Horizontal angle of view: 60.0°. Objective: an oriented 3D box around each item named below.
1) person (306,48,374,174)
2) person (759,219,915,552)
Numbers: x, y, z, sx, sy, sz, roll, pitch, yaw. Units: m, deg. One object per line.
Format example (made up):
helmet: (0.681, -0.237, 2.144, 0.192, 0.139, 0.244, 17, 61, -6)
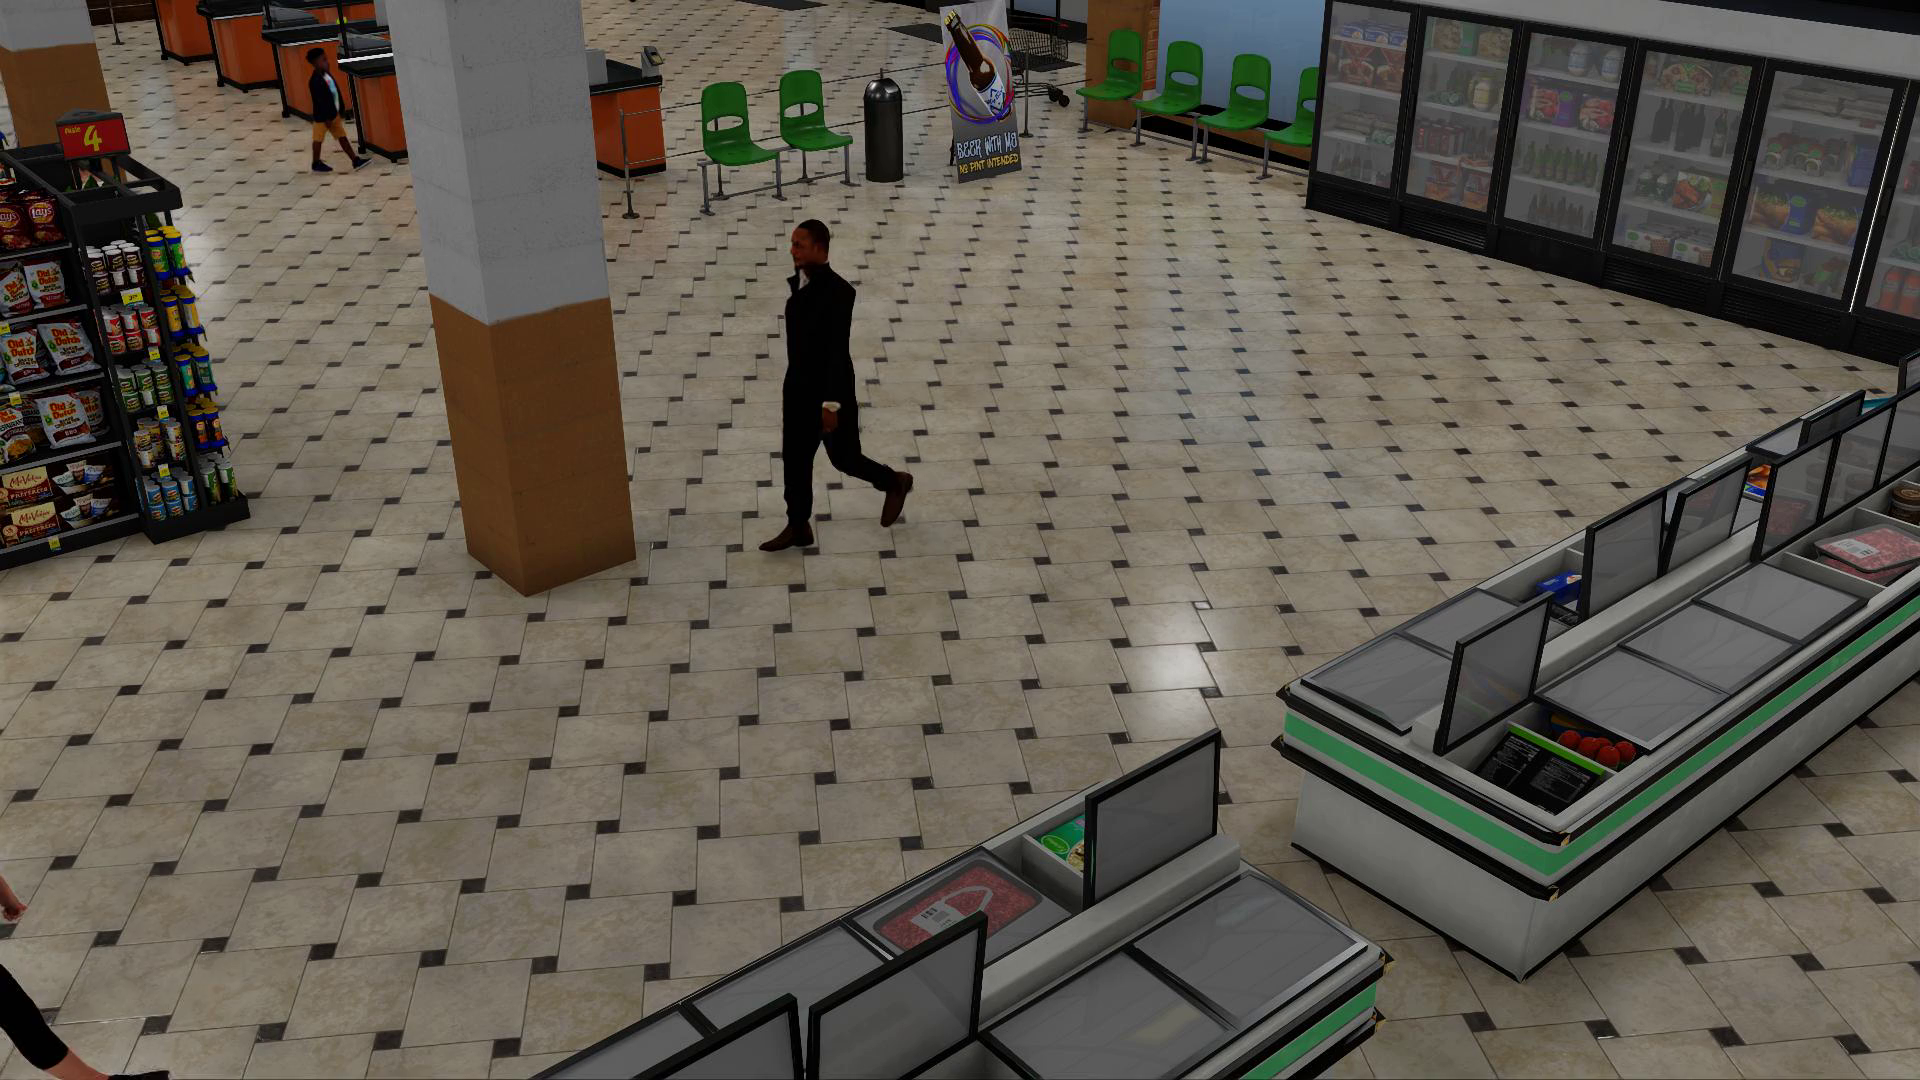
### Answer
person: (-6.451, -4.299, 16.759, 0.909, 1.241, 0.864, 3, 27, 7)
person: (-0.685, -0.837, 9.231, 1.182, 1.874, 0.694, -19, 33, -33)
